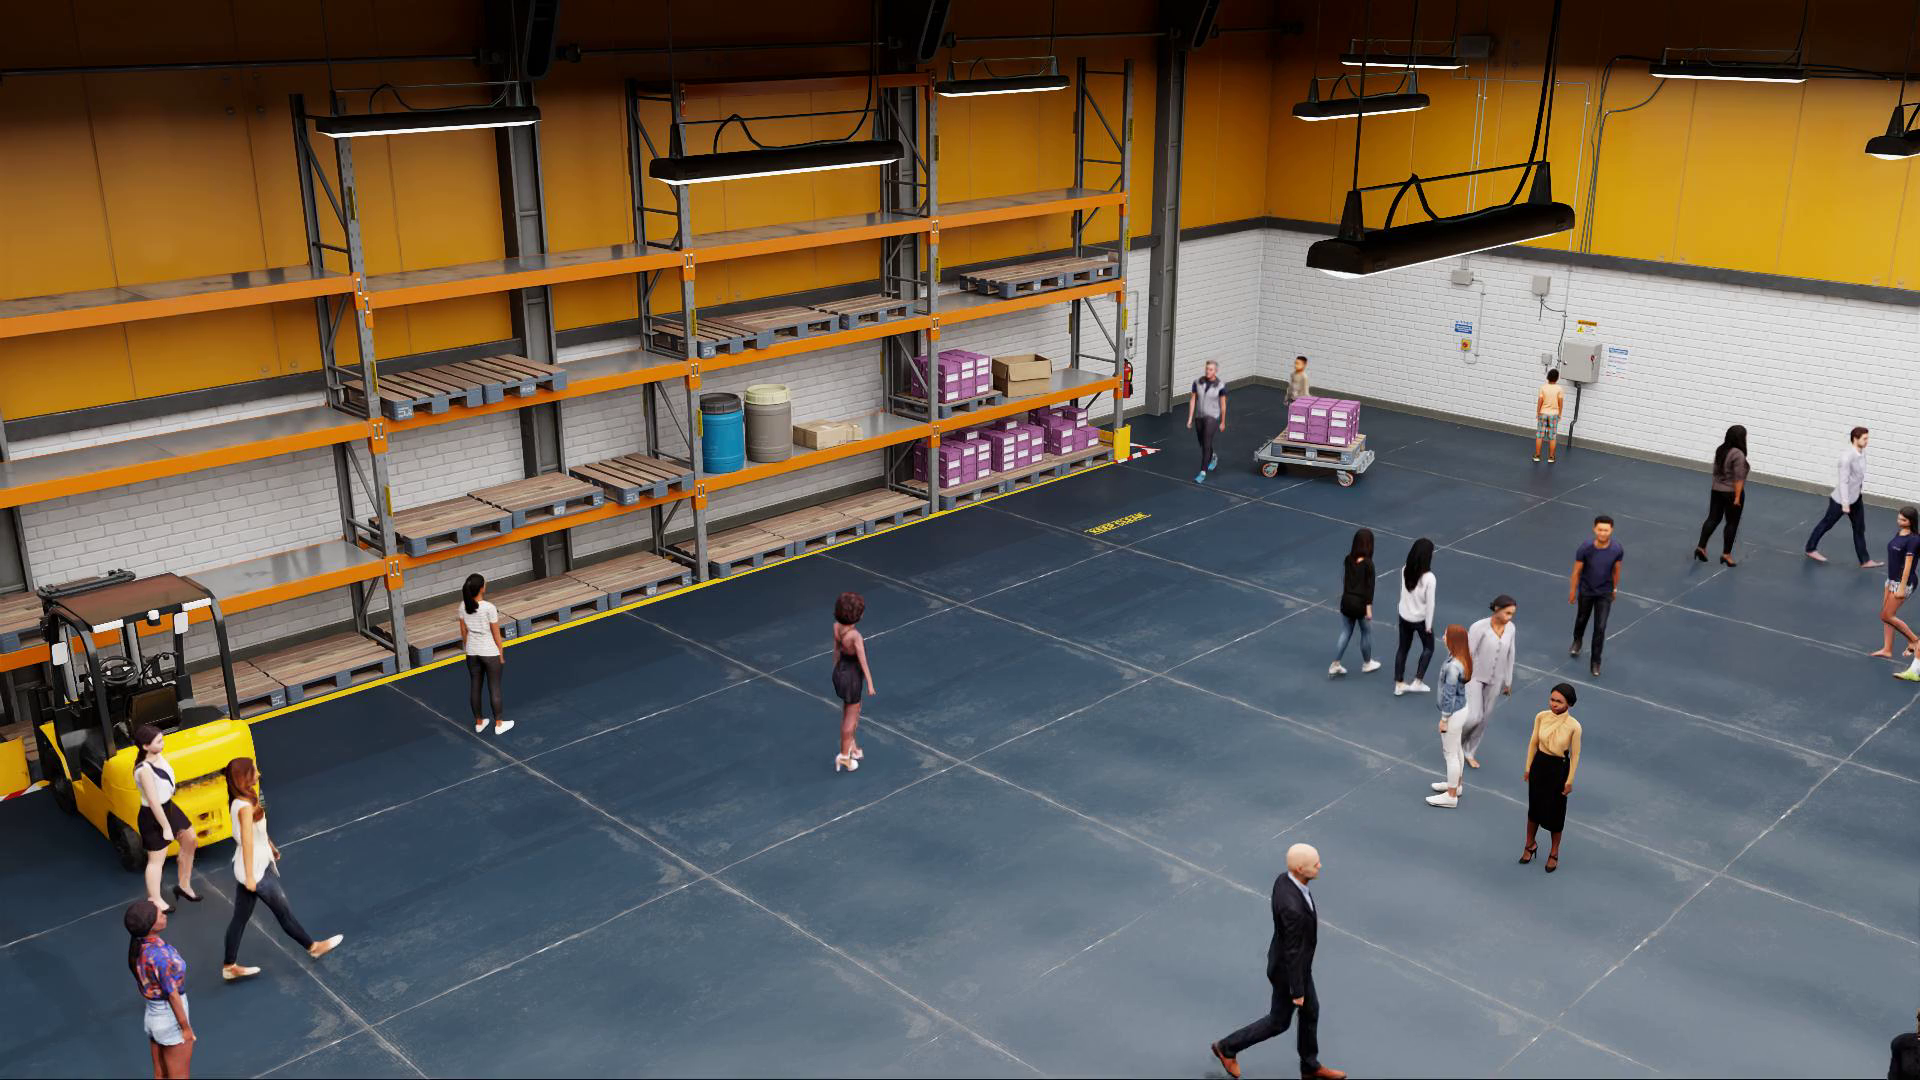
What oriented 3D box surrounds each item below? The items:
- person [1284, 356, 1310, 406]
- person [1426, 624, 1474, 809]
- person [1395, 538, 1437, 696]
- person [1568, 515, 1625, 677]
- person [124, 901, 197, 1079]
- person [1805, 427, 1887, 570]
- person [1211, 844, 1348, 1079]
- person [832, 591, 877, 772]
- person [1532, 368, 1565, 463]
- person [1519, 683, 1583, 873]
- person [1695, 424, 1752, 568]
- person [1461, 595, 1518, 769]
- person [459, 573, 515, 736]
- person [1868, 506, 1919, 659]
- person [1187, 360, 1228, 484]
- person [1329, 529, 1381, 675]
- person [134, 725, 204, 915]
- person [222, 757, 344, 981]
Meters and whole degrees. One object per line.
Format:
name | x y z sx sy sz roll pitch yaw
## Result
person | 5.455 -2.220 26.512 0.612 1.450 0.600 -10 21 -27
person | 4.440 1.560 14.900 0.728 1.697 0.572 8 20 23
person | 4.620 0.820 17.117 0.613 1.685 0.645 -14 23 -36
person | 6.820 0.537 17.876 1.016 1.737 1.230 5 19 15
person | -4.993 3.036 10.449 0.589 1.741 0.515 16 25 40
person | 11.089 -0.536 20.970 1.186 1.797 0.919 -12 22 -32
person | 2.111 2.831 11.006 1.152 1.773 1.198 4 19 11
person | -1.101 1.345 15.411 0.660 1.779 0.645 -13 23 -34
person | 9.076 -1.928 25.628 0.598 1.462 0.621 6 20 18
person | 4.900 1.958 13.787 0.573 1.653 0.545 16 24 39
person | 9.641 -0.570 20.992 0.819 1.846 0.783 -5 19 -16
person | 4.900 1.283 15.697 0.804 1.713 0.907 -3 19 -8
person | -4.681 1.108 16.322 0.654 1.646 0.674 5 19 14
person | 10.285 0.478 18.036 0.836 1.746 0.793 3 19 10
person | 3.700 -1.791 24.703 0.852 1.792 1.290 12 22 32
person | 4.156 0.685 17.614 0.940 1.625 0.673 -14 23 -35
person | -6.374 2.217 13.050 0.799 1.634 0.741 -4 19 -12
person | -5.283 2.446 12.196 1.155 1.745 0.833 -10 21 -26
